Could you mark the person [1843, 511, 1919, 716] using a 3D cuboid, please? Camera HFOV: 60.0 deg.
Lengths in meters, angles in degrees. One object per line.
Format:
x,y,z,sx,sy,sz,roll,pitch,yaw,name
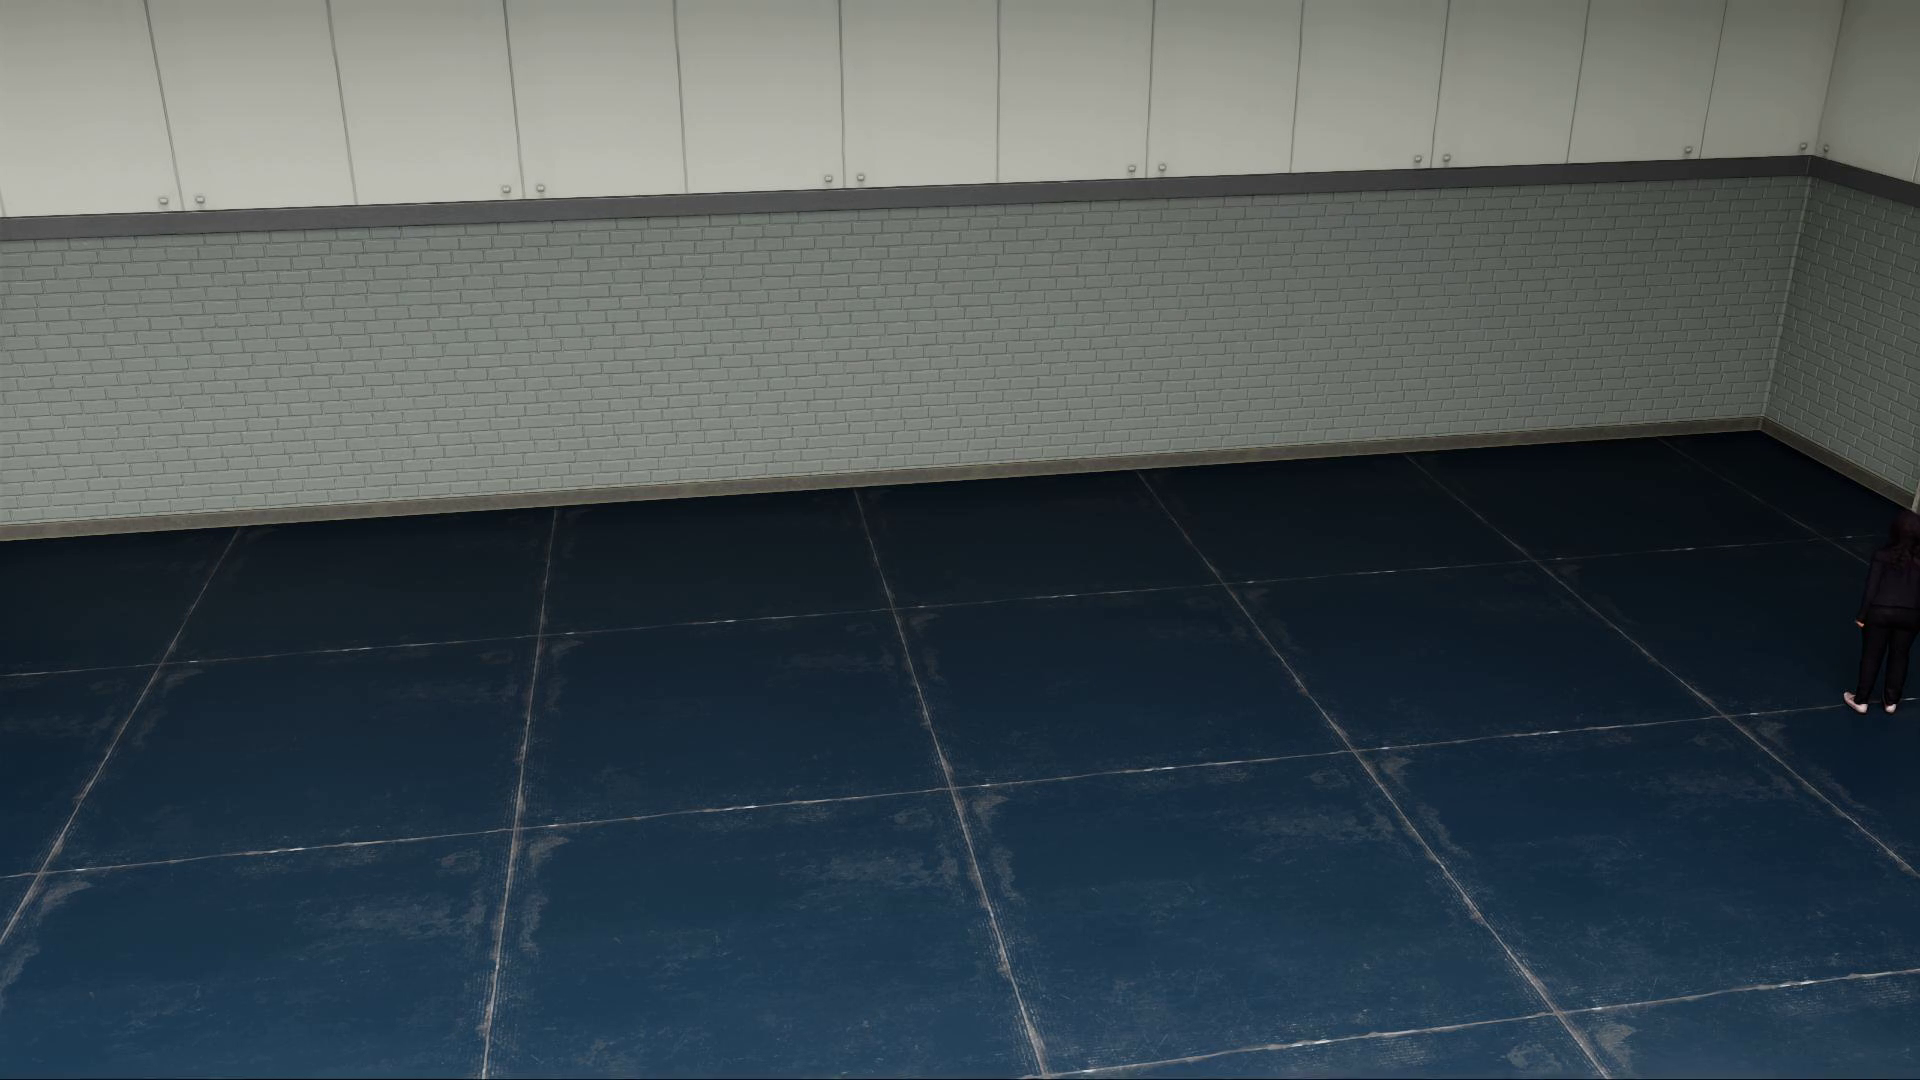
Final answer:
7.013,0.554,12.498,0.715,1.614,0.710,2,23,5,person
